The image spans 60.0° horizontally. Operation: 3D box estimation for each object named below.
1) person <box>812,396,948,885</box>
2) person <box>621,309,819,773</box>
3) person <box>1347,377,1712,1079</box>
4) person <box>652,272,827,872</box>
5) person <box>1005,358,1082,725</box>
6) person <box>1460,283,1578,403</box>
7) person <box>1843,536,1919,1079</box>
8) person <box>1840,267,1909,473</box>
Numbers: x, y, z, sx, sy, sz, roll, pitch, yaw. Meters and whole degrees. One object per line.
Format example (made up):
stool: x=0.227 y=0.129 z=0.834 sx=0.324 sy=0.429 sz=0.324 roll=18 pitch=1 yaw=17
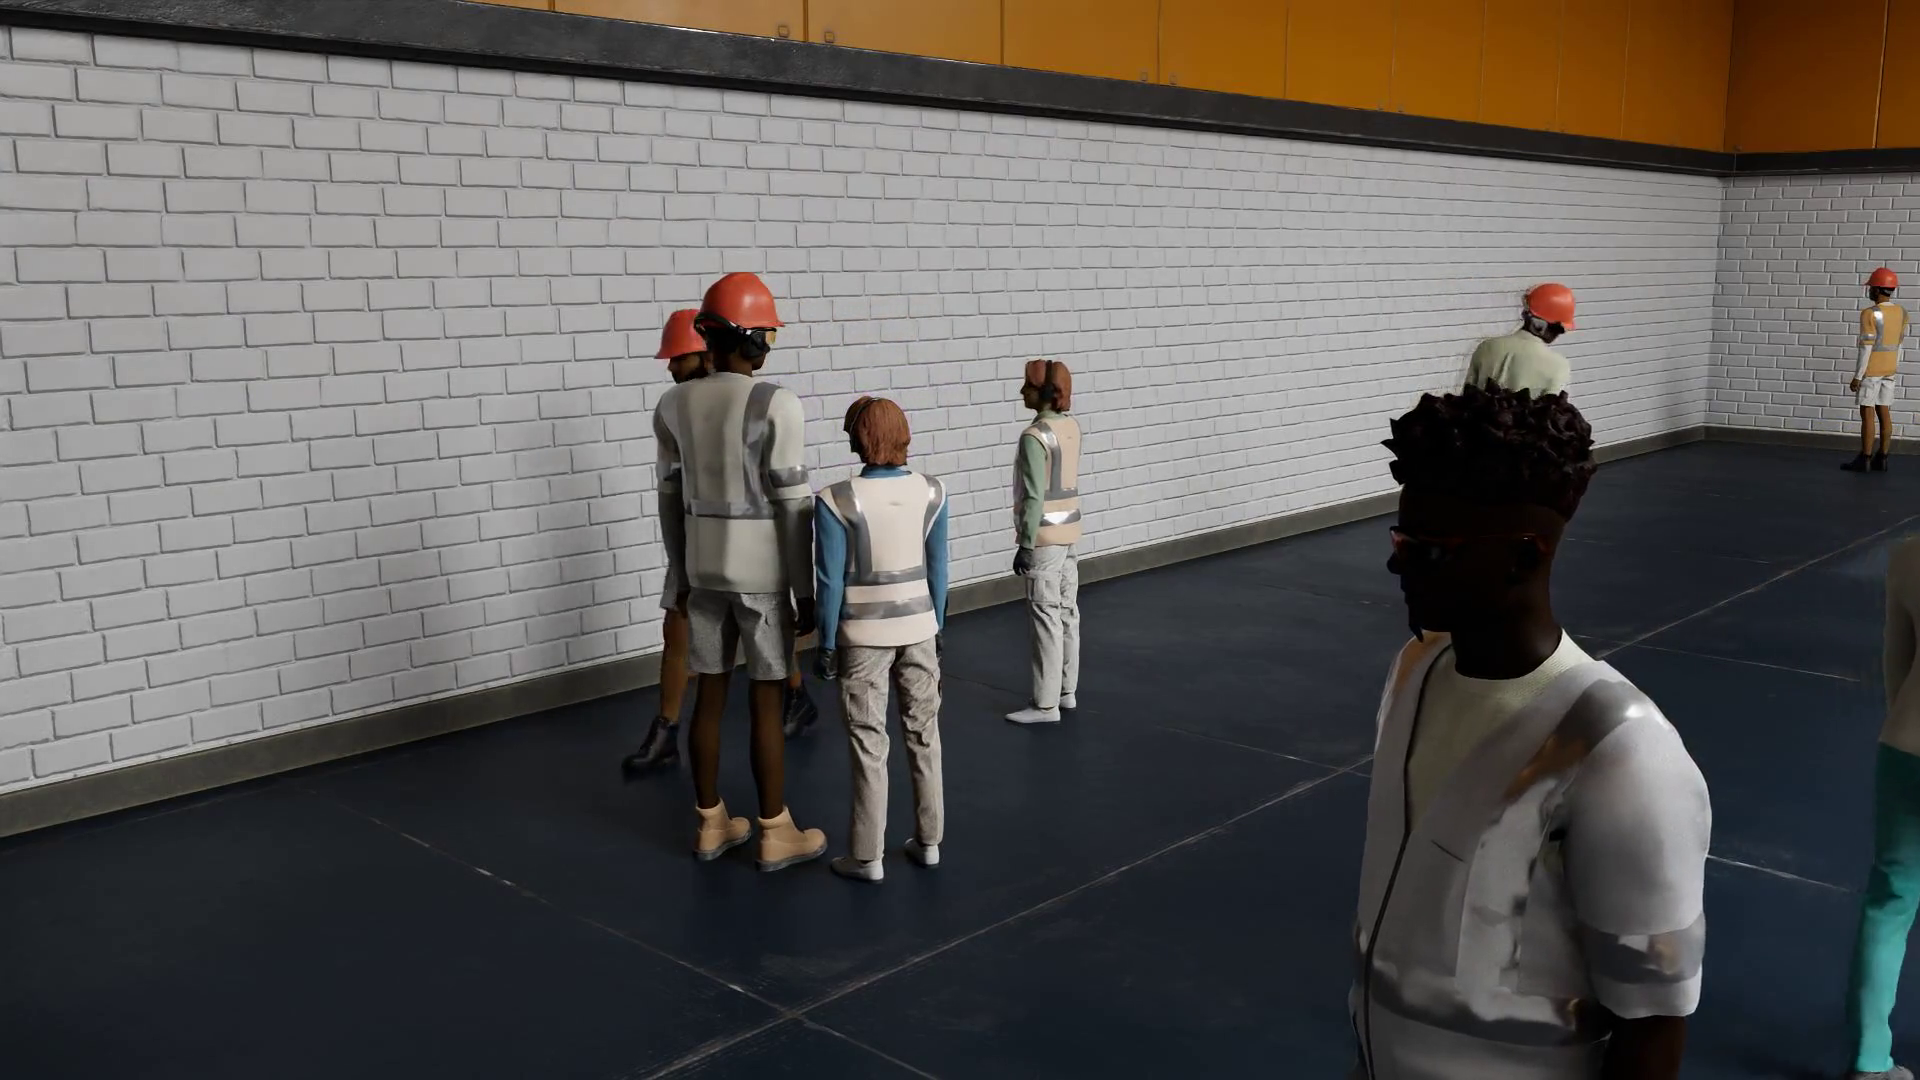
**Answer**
person: x=-0.260 y=0.340 z=5.591 sx=0.514 sy=1.638 sz=0.315 roll=-6 pitch=12 yaw=-32
person: x=-0.984 y=-0.018 z=6.952 sx=0.549 sy=1.893 sz=0.984 roll=7 pitch=12 yaw=36
person: x=0.699 y=0.765 z=2.237 sx=0.363 sy=1.963 sz=0.612 roll=-3 pitch=10 yaw=-14
person: x=-0.745 y=0.114 z=5.723 sx=0.605 sy=2.045 sz=0.382 roll=5 pitch=11 yaw=28
person: x=0.393 y=0.010 z=7.468 sx=0.309 sy=1.639 sz=0.515 roll=4 pitch=11 yaw=24
person: x=2.962 y=-0.427 z=9.124 sx=0.388 sy=1.948 sz=0.767 roll=-8 pitch=13 yaw=-39
person: x=2.574 y=0.543 z=4.165 sx=0.861 sy=1.725 sz=0.543 roll=-5 pitch=11 yaw=-26
person: x=8.705 y=-1.609 z=15.824 sx=0.545 sy=1.943 sz=0.347 roll=-4 pitch=11 yaw=-24
